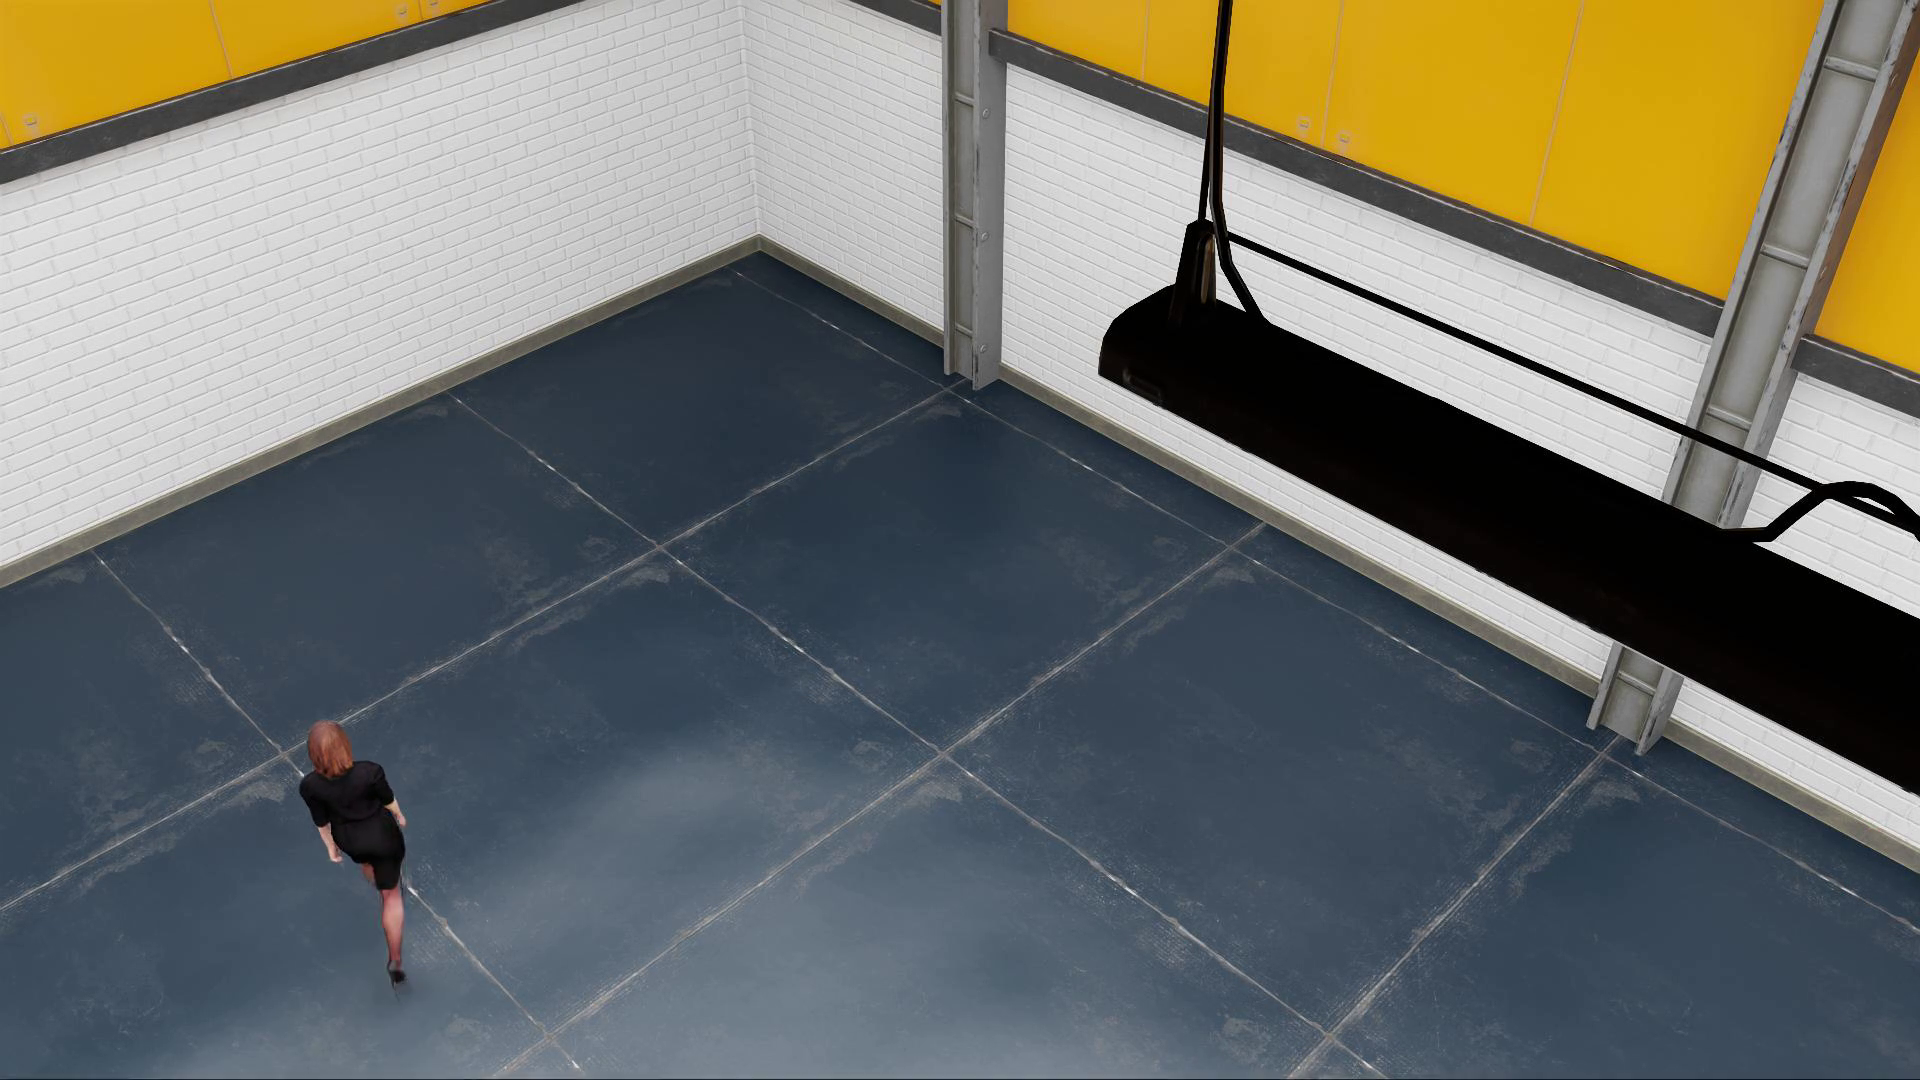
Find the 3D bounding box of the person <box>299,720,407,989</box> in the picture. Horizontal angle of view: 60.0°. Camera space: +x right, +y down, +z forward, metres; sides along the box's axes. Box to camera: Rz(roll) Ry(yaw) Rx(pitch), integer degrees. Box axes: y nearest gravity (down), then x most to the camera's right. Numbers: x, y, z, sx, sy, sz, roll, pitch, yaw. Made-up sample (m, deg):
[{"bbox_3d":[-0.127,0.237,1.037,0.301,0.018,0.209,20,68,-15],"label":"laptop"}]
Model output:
[{"bbox_3d":[-3.191,1.683,8.971,0.984,1.668,1.131,-5,39,-7],"label":"person"}]
